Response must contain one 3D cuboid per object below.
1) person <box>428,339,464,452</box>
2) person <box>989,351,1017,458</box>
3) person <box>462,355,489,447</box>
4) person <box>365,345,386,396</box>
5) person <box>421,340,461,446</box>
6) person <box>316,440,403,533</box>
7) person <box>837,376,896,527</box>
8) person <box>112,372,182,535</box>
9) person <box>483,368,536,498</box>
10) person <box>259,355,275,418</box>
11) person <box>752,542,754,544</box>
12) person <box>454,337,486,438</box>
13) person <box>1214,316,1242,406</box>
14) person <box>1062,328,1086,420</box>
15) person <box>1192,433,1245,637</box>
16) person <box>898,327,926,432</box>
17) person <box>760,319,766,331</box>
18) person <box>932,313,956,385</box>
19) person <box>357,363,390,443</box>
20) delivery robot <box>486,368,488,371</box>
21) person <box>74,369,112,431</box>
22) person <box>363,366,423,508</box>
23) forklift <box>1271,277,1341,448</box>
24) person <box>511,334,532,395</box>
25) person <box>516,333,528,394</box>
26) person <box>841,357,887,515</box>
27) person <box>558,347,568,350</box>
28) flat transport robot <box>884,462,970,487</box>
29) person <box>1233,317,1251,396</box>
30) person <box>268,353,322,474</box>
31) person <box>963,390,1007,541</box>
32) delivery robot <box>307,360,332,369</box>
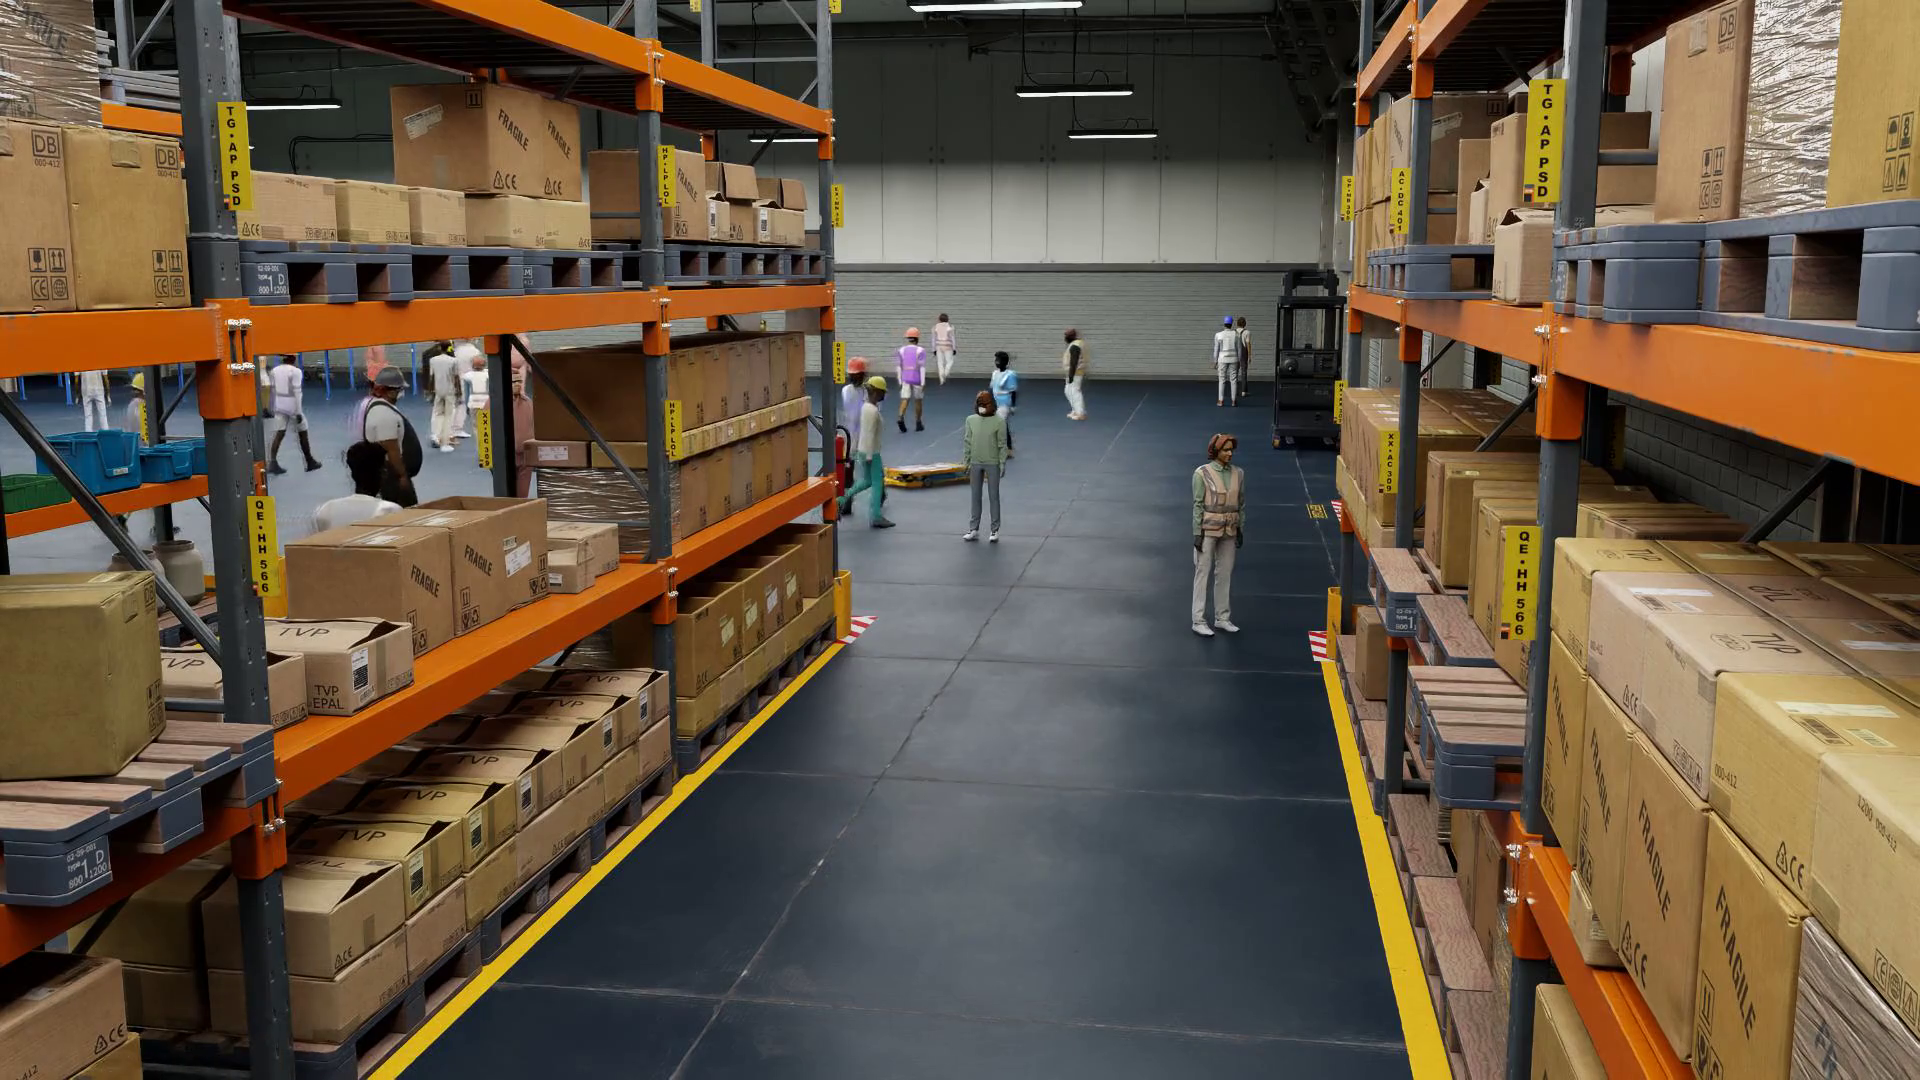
[{"bbox_3d":[-8.321,-2.349,26.940,0.521,1.837,0.467,2,10,14],"label":"person"},{"bbox_3d":[0.591,-2.078,25.751,0.630,1.673,0.540,-5,10,-28],"label":"person"},{"bbox_3d":[-7.417,-2.050,25.730,0.521,1.618,0.433,-2,9,-11],"label":"person"},{"bbox_3d":[-11.383,-3.298,32.489,0.379,1.942,0.713,1,9,4],"label":"person"},{"bbox_3d":[-8.658,-2.545,27.745,0.785,1.965,0.587,3,10,20],"label":"person"},{"bbox_3d":[-3.502,0.355,9.992,0.658,1.913,0.989,2,9,13],"label":"person"},{"bbox_3d":[-1.097,-1.002,18.931,0.653,1.731,0.531,-2,10,-14],"label":"person"},{"bbox_3d":[-8.992,-0.933,18.261,0.651,1.816,0.589,-7,11,-35],"label":"person"},{"bbox_3d":[-4.705,-0.866,17.572,0.402,1.906,0.652,6,11,31],"label":"person"},{"bbox_3d":[-14.049,-3.375,33.062,0.810,1.908,0.574,2,9,10],"label":"person"},{"bbox_3d":[-1.803,-0.360,14.658,0.390,1.839,0.564,2,9,11],"label":"person"},{"bbox_3d":[-8.547,-2.739,29.303,1.028,1.850,0.655,-8,12,-42],"label":"person"},{"bbox_3d":[5.797,-3.874,35.996,0.601,1.948,0.386,0,9,2],"label":"person"},{"bbox_3d":[2.254,-3.252,32.605,0.518,1.804,0.645,-1,9,-5],"label":"person"},{"bbox_3d":[2.071,-0.047,13.375,0.508,1.629,0.315,-5,10,-28],"label":"person"},{"bbox_3d":[-0.892,-2.908,30.169,0.544,1.915,0.891,3,10,19],"label":"person"},{"bbox_3d":[-4.468,-3.981,36.983,0.789,1.846,0.524,-8,12,-39],"label":"person"},{"bbox_3d":[-0.401,-4.919,42.798,0.655,1.829,0.450,3,10,19],"label":"person"},{"bbox_3d":[-6.085,-0.802,16.933,0.960,2.008,0.626,-4,10,-25],"label":"person"},{"bbox_3d":[-11.854,-4.254,42.467,0.707,0.478,0.477,6,11,31],"label":"delivery robot"},{"bbox_3d":[-13.783,-2.280,26.427,0.519,1.865,0.335,-4,10,-23],"label":"person"},{"bbox_3d":[-5.440,-0.679,16.139,0.632,2.000,0.706,-4,10,-23],"label":"person"},{"bbox_3d":[5.847,-3.016,27.970,1.129,2.768,1.873,1,9,9],"label":"forklift"},{"bbox_3d":[-8.998,-3.438,33.625,0.676,1.854,1.014,-1,9,-6],"label":"person"},{"bbox_3d":[-10.643,-4.472,39.845,0.593,1.902,0.852,-7,12,-37],"label":"person"},{"bbox_3d":[-1.184,-1.288,20.235,0.560,1.897,0.976,5,11,29],"label":"person"},{"bbox_3d":[-6.240,-2.206,26.384,0.503,1.713,0.505,-6,11,-32],"label":"person"},{"bbox_3d":[-0.412,-0.911,23.007,1.431,0.197,0.652,-8,12,-41],"label":"flat transport robot"},{"bbox_3d":[6.575,-4.299,38.934,0.506,1.846,0.346,6,11,31],"label":"person"},{"bbox_3d":[-9.727,-1.913,24.105,0.561,1.889,0.986,3,10,19],"label":"person"},{"bbox_3d":[0.270,-0.811,18.069,0.498,1.633,0.283,4,10,22],"label":"person"},{"bbox_3d":[-17.057,-4.675,44.264,0.698,0.223,0.335,4,10,25],"label":"delivery robot"}]
